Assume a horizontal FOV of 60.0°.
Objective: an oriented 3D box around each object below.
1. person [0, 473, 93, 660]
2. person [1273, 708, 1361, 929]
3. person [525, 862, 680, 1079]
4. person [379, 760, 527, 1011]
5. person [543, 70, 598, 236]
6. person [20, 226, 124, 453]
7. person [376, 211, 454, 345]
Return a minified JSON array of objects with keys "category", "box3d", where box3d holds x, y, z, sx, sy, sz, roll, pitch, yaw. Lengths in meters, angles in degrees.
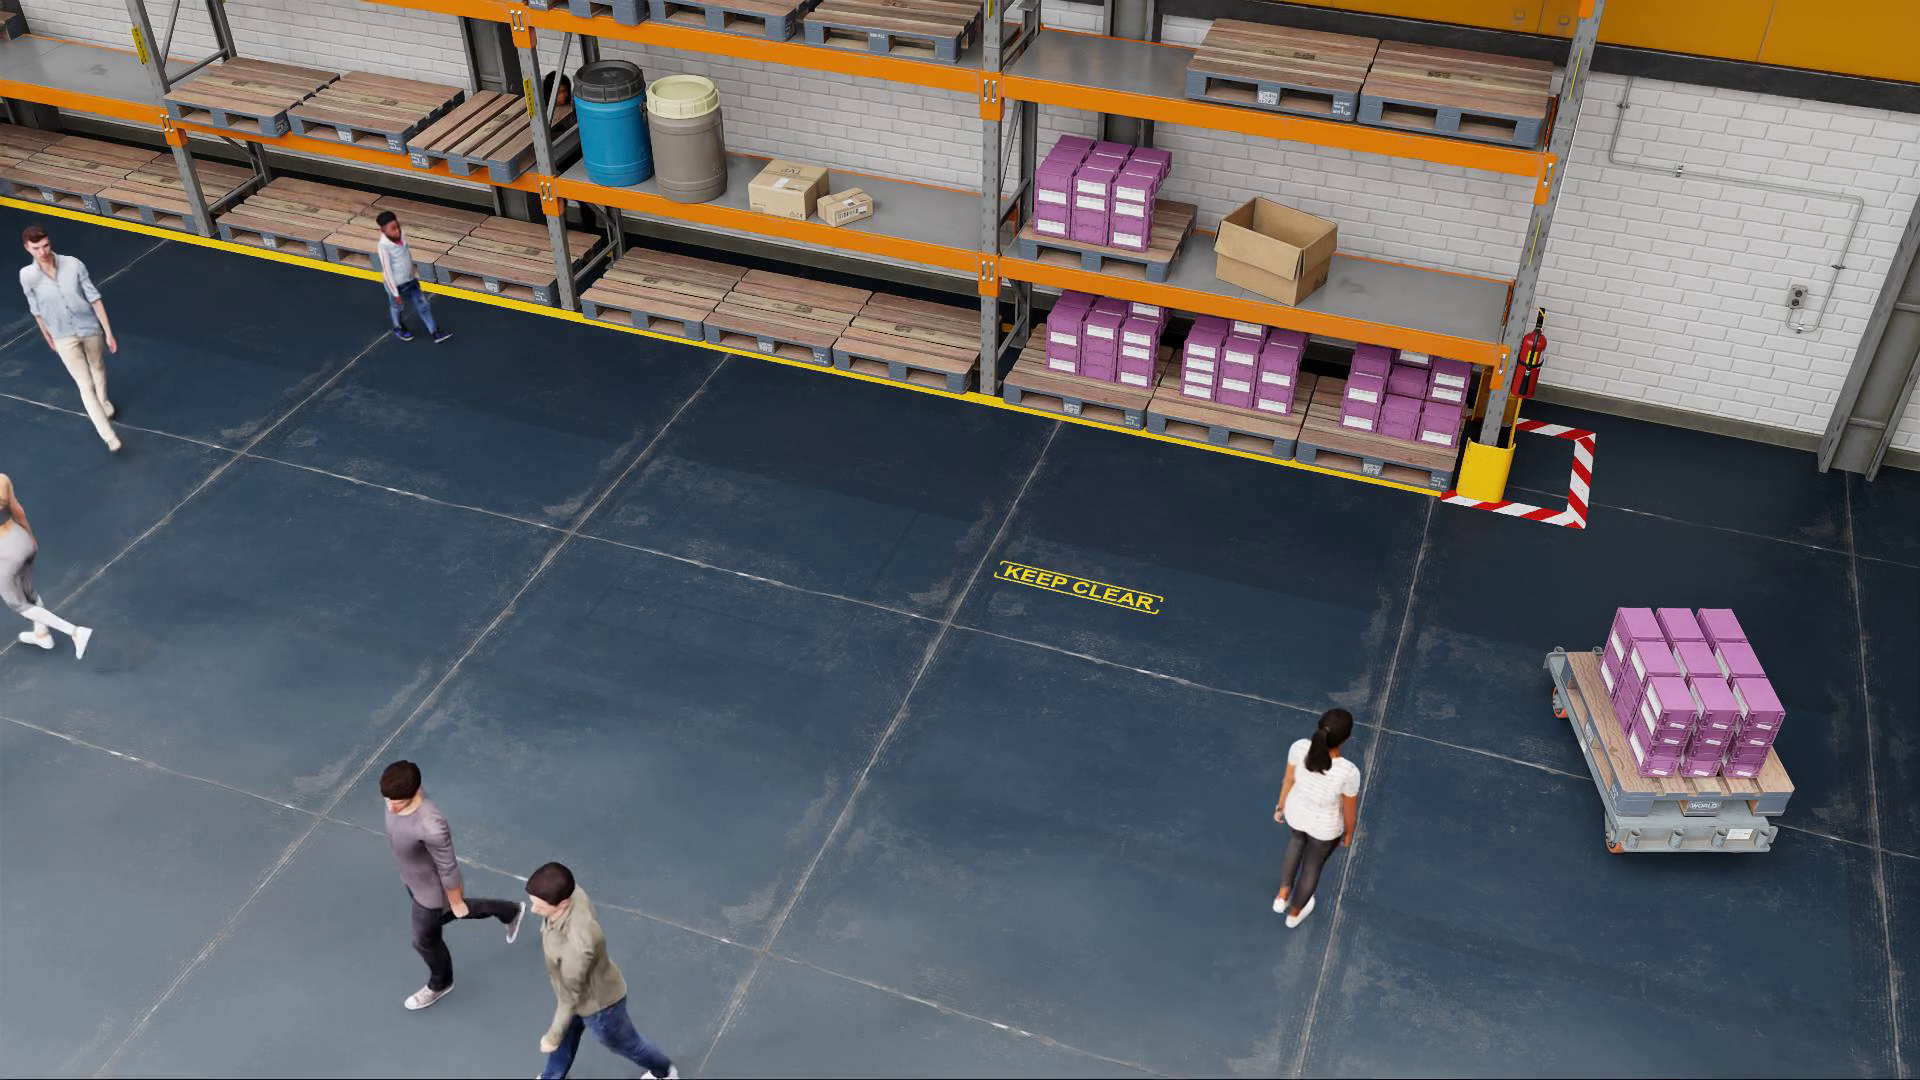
[{"category":"person","box3d":[-6.151,0.121,10.879,0.937,1.687,0.596,11,40,13]},{"category":"person","box3d":[1.893,1.575,9.100,0.637,1.636,0.733,28,46,30]},{"category":"person","box3d":[-1.718,2.208,8.161,1.197,1.817,1.147,-16,41,-19]},{"category":"person","box3d":[-2.702,1.745,8.748,1.087,1.808,1.085,-23,44,-26]},{"category":"person","box3d":[-3.598,-3.445,15.242,0.771,1.814,0.831,-16,41,-19]},{"category":"person","box3d":[-6.911,-1.651,13.012,1.106,1.795,1.303,-24,44,-27]},{"category":"person","box3d":[-4.814,-2.239,14.202,0.885,1.229,0.608,20,43,24]}]
